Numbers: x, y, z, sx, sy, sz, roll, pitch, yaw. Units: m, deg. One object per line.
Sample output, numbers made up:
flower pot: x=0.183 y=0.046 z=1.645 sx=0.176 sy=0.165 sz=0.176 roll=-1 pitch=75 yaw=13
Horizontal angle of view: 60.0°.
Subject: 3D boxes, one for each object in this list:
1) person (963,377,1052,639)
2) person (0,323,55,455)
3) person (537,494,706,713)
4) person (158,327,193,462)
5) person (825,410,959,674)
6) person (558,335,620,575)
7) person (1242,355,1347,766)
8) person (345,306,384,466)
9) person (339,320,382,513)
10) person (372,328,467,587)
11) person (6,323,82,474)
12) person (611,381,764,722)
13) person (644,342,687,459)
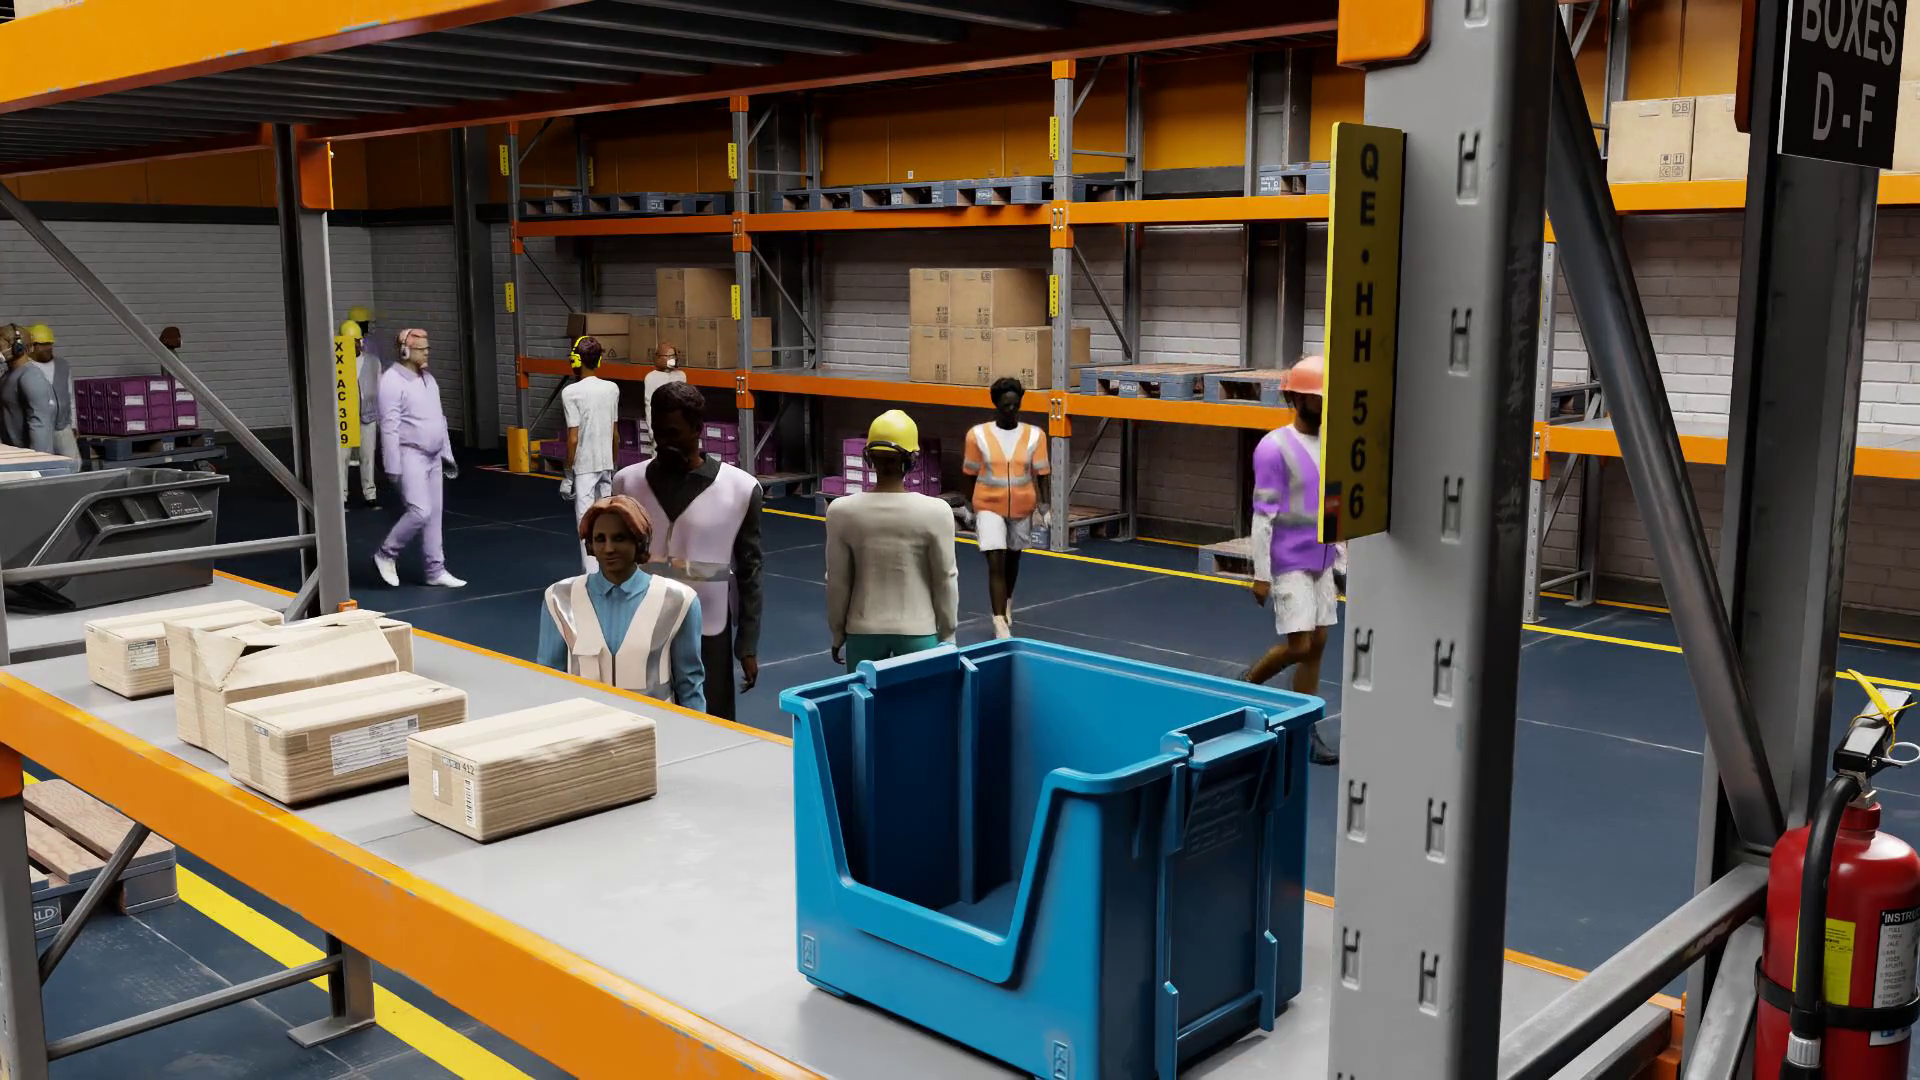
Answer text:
person: x=0.294 y=-0.199 z=10.433 sx=0.538 sy=1.651 sz=0.879 roll=-2 pitch=9 yaw=-9
person: x=-6.546 y=-0.540 z=11.636 sx=0.372 sy=1.940 sz=0.632 roll=-9 pitch=13 yaw=-44
person: x=-1.037 y=0.671 z=5.123 sx=0.514 sy=1.642 sz=0.310 roll=-1 pitch=9 yaw=-3
person: x=-9.453 y=-1.747 z=19.998 sx=0.282 sy=1.626 sz=0.503 roll=-7 pitch=11 yaw=-35
person: x=-0.265 y=0.370 z=6.585 sx=0.531 sy=1.768 sz=0.311 roll=1 pitch=9 yaw=6
person: x=-2.532 y=-0.460 z=11.358 sx=0.325 sy=1.871 sz=0.521 roll=6 pitch=11 yaw=31
person: x=1.577 y=0.089 z=7.825 sx=0.557 sy=1.922 sz=0.524 roll=-7 pitch=12 yaw=-38
person: x=-6.887 y=-1.811 z=19.603 sx=0.916 sy=1.889 sz=0.589 roll=-2 pitch=9 yaw=-10
person: x=-5.761 y=-1.172 z=15.836 sx=0.597 sy=1.831 sz=0.403 roll=-7 pitch=11 yaw=-36
person: x=-3.910 y=-0.575 z=11.984 sx=0.549 sy=1.894 sz=0.671 roll=2 pitch=9 yaw=10
person: x=-8.269 y=-1.046 z=15.093 sx=0.497 sy=1.819 sz=0.619 roll=6 pitch=11 yaw=31
person: x=-1.016 y=0.364 z=6.171 sx=0.587 sy=1.913 sz=0.390 roll=1 pitch=9 yaw=8
person: x=-2.789 y=-1.070 z=15.856 sx=0.284 sy=1.626 sz=0.498 roll=8 pitch=12 yaw=39
